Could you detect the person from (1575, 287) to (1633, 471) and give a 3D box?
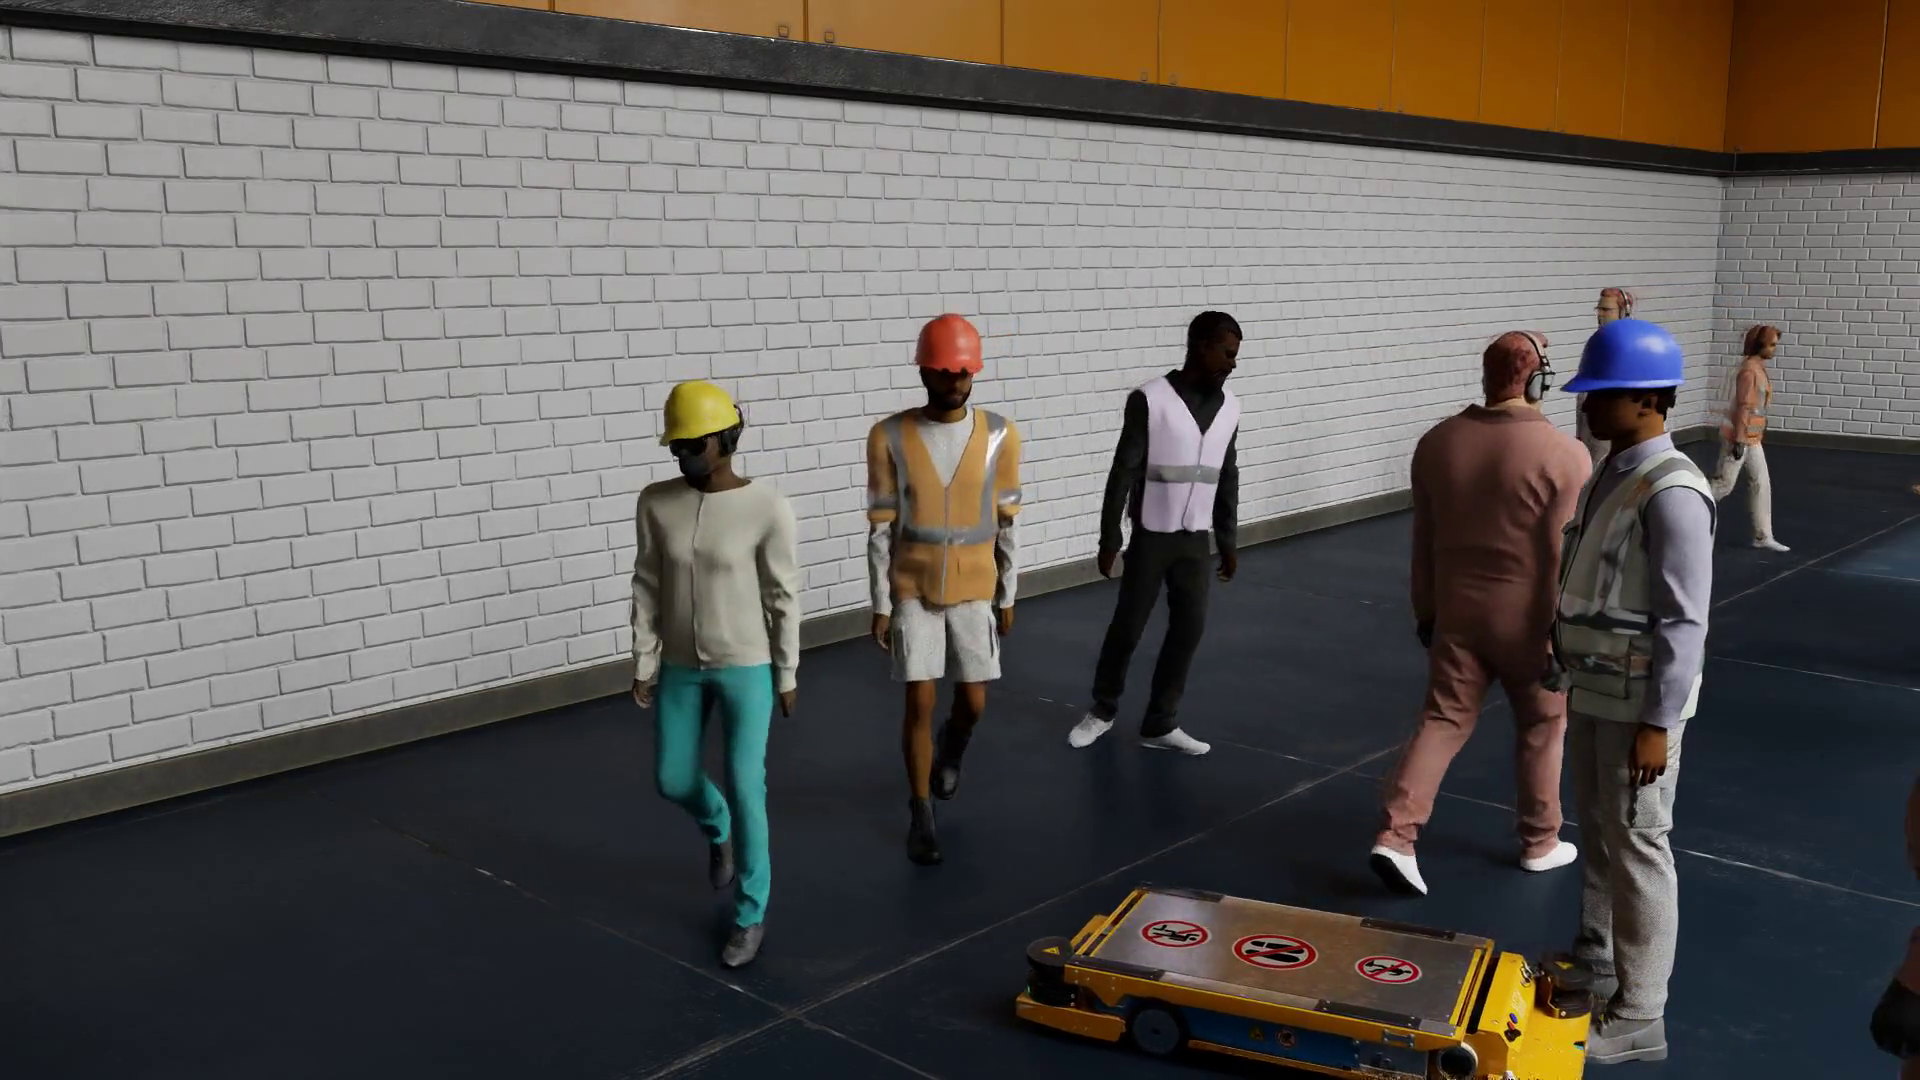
[{"bbox_3d":[4.382,-0.735,11.054,0.831,1.881,0.655,-3,10,-16],"label":"person"}]

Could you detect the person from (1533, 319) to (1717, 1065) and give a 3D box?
[{"bbox_3d":[1.734,0.398,4.383,0.399,1.944,0.618,1,10,3],"label":"person"}]

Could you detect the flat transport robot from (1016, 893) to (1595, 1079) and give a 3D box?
[{"bbox_3d":[0.934,1.214,4.504,1.431,0.197,0.652,4,11,24],"label":"flat transport robot"}]

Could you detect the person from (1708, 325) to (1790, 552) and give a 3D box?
[{"bbox_3d":[5.460,-0.724,11.763,0.777,1.600,0.553,7,12,35],"label":"person"}]

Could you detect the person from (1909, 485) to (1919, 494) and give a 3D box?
[{"bbox_3d":[8.651,-1.320,13.897,1.014,2.000,0.689,7,12,34],"label":"person"}]

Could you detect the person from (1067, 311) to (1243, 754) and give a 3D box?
[{"bbox_3d":[0.828,-0.025,7.017,0.670,1.872,0.600,-6,12,-32],"label":"person"}]

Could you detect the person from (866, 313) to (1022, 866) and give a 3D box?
[{"bbox_3d":[-0.062,0.154,5.884,0.544,1.920,0.649,-1,10,-5],"label":"person"}]

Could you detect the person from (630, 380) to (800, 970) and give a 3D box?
[{"bbox_3d":[-0.730,0.369,5.091,0.521,1.738,0.597,3,10,16],"label":"person"}]

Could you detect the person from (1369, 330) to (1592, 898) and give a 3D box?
[{"bbox_3d":[1.729,0.248,5.469,0.927,1.874,0.653,-9,13,-40],"label":"person"}]

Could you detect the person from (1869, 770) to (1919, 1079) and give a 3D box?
[{"bbox_3d":[1.881,0.702,2.853,0.890,1.877,0.649,10,14,44],"label":"person"}]
